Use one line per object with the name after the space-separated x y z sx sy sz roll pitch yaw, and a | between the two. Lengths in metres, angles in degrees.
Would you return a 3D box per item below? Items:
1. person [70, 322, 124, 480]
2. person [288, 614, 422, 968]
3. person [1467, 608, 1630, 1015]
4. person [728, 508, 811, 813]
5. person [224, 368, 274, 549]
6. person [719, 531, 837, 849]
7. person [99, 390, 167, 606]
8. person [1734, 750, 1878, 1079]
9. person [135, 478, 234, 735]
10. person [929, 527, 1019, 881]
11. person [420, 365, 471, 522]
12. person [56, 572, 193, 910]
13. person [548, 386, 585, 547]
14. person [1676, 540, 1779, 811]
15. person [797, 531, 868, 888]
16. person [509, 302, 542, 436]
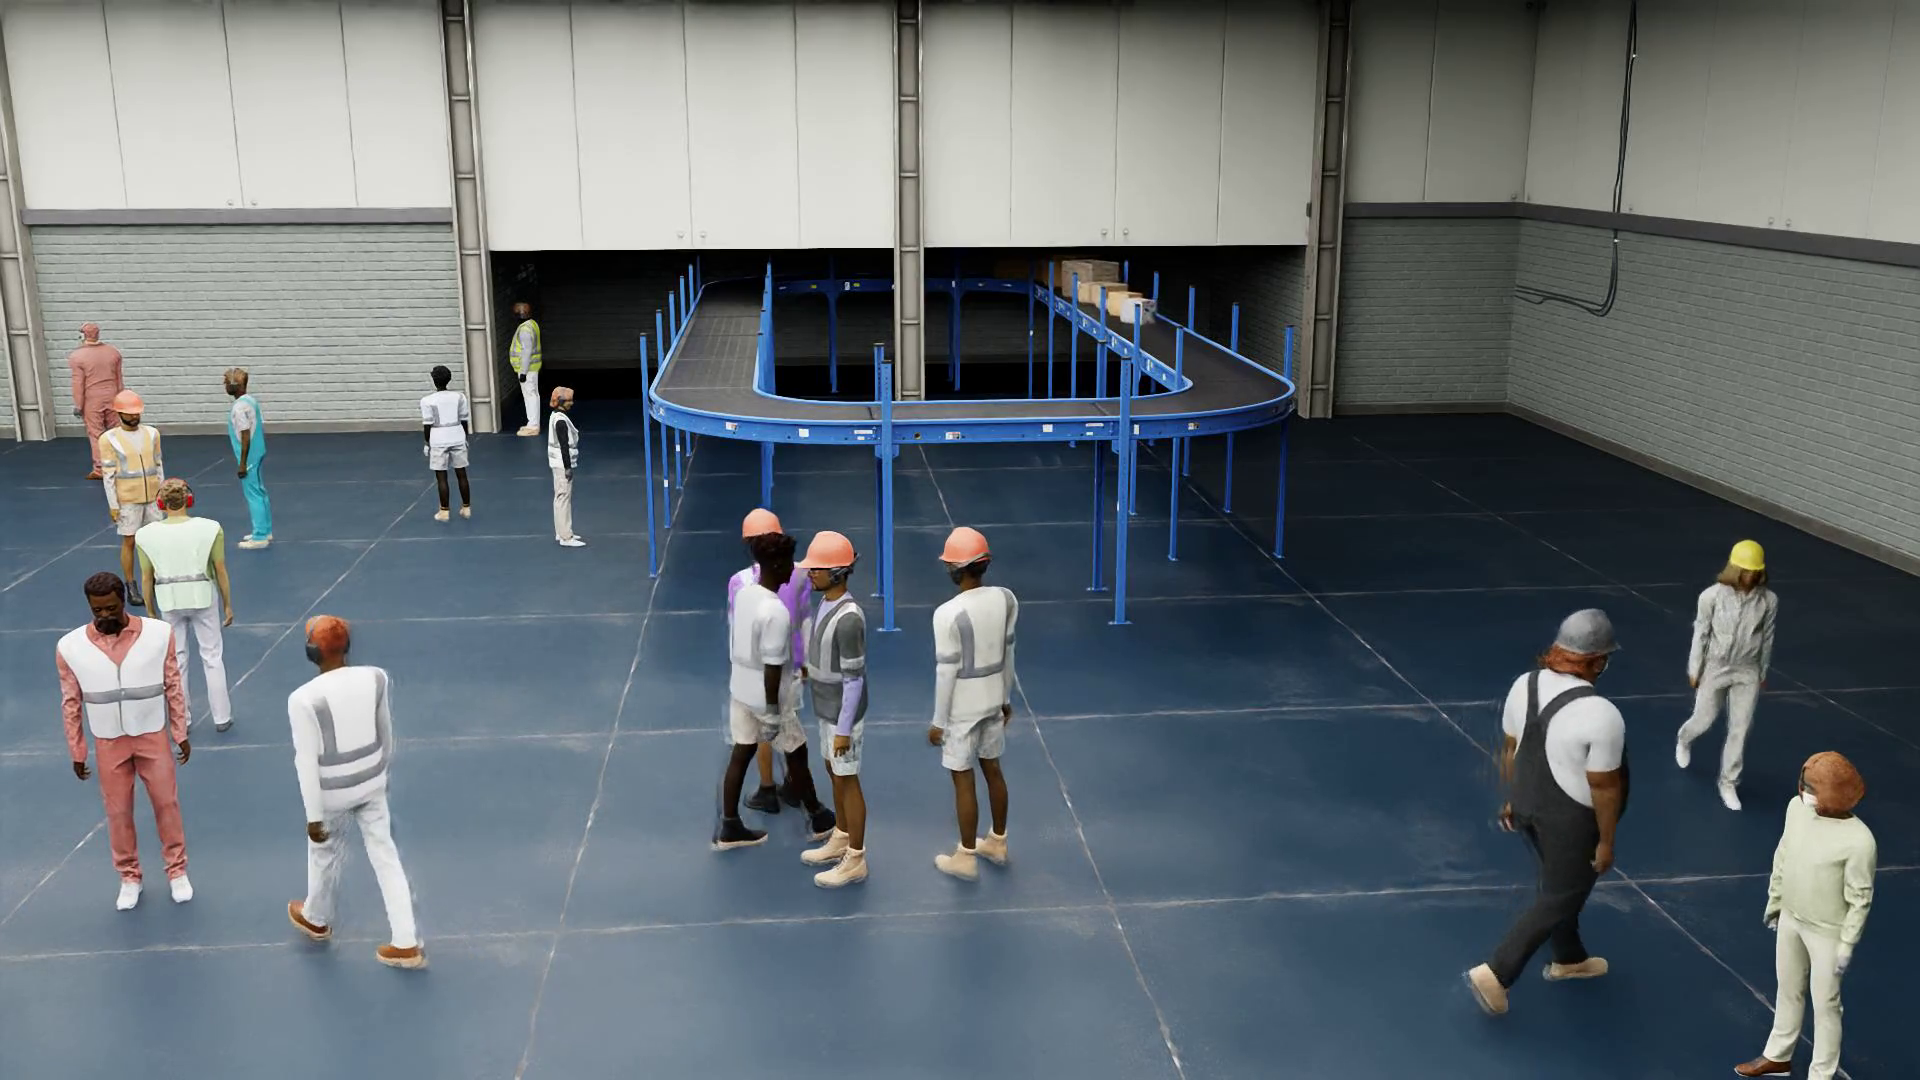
-10.454 -1.682 20.160 0.409 1.909 0.640 8 16 28 | person
-3.136 1.270 8.499 0.977 1.843 0.596 10 17 36 | person
2.863 1.282 8.023 0.920 2.000 0.687 -5 15 -19 | person
-1.197 0.751 10.413 0.554 1.914 0.432 -9 17 -32 | person
-7.220 -0.829 16.867 0.325 1.843 0.517 -2 14 -9 | person
-1.045 0.878 9.865 0.927 1.920 0.623 -9 17 -32 | person
-7.352 -0.384 14.904 0.365 1.934 0.553 10 17 34 | person
3.708 1.684 7.243 0.279 1.633 0.497 -4 14 -14 | person
-5.411 0.480 11.655 0.561 1.836 0.395 -5 15 -18 | person
0.050 0.924 9.457 0.396 2.038 0.614 13 19 42 | person
-5.567 -1.045 18.033 0.537 1.695 0.320 -12 18 -39 | person
-4.553 1.082 9.106 0.598 1.906 0.414 -7 16 -25 | person
-4.042 -0.752 16.977 0.309 1.640 0.513 -5 15 -19 | person
4.876 0.802 10.589 0.492 1.728 0.644 1 14 6 | person
-0.709 0.947 9.363 0.373 2.044 0.606 -4 15 -16 | person
-6.010 -2.371 23.045 0.429 1.844 0.627 -2 14 -6 | person
